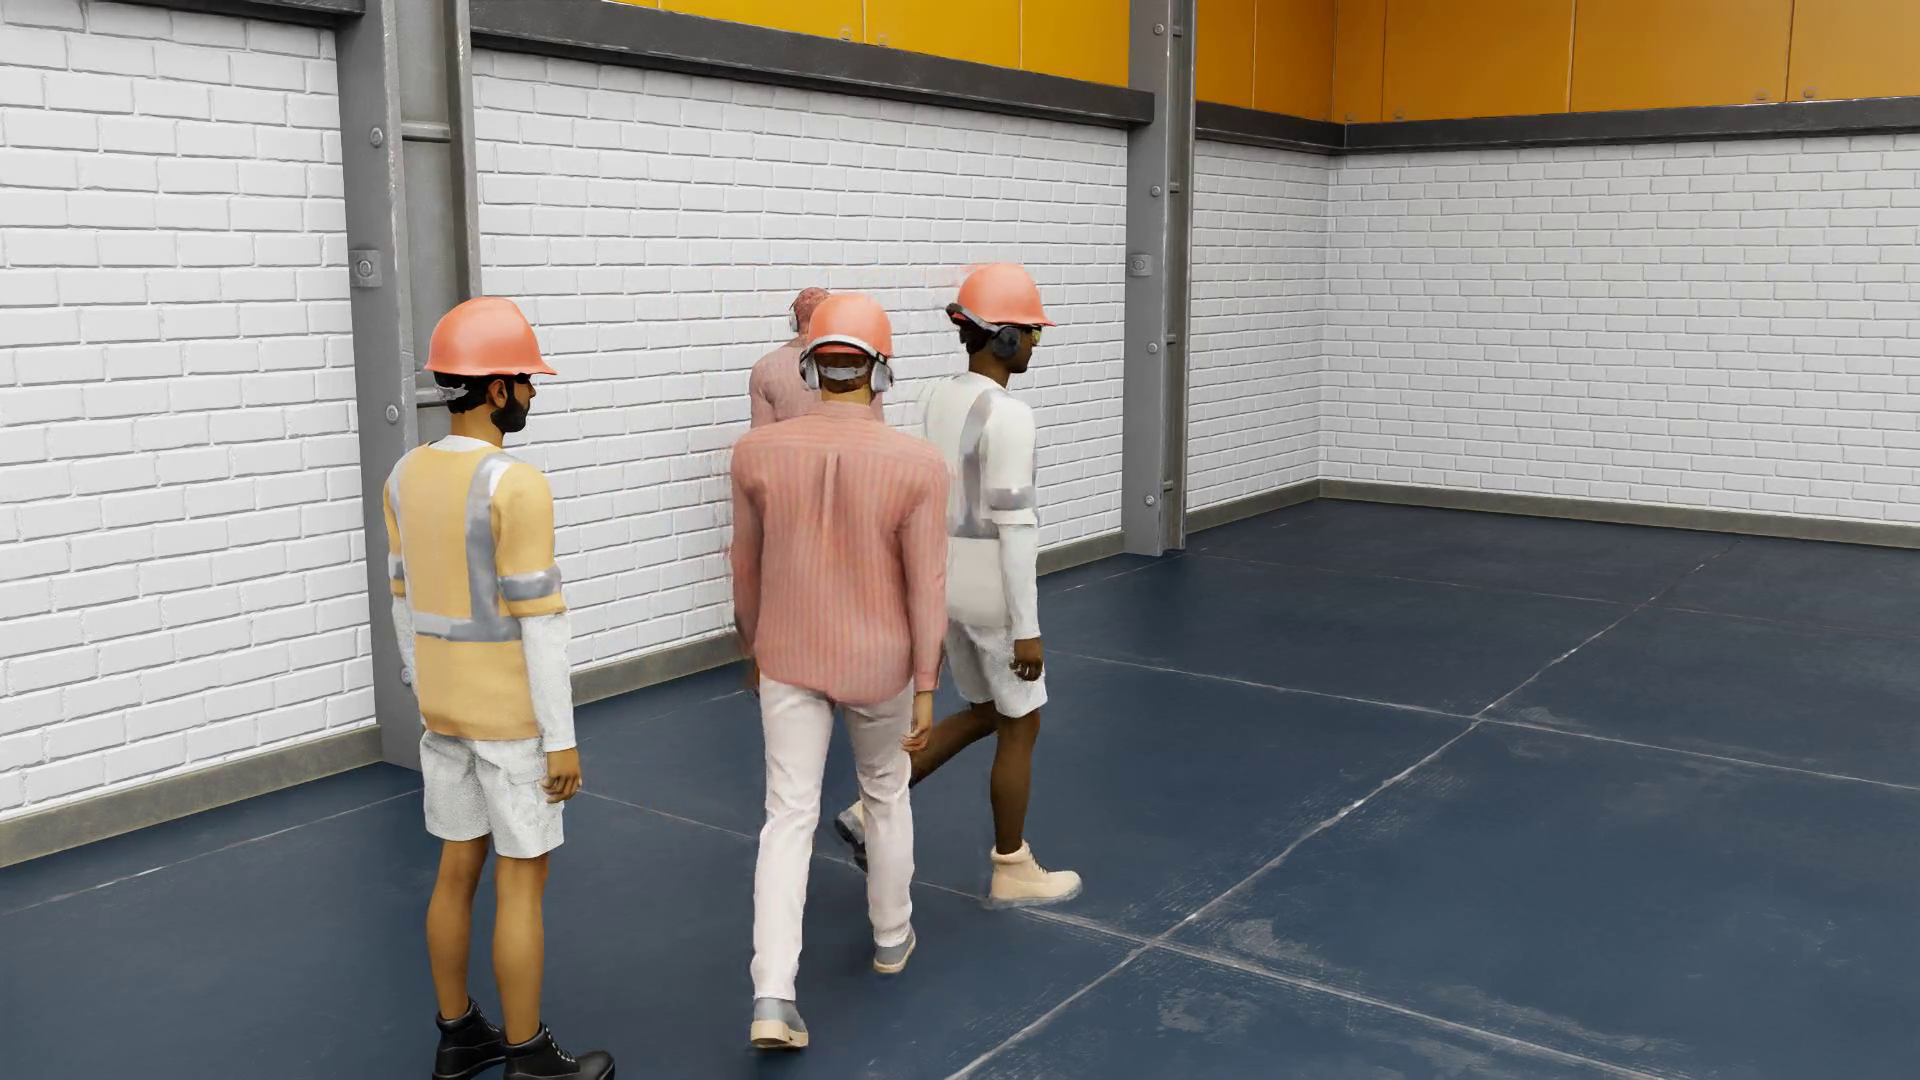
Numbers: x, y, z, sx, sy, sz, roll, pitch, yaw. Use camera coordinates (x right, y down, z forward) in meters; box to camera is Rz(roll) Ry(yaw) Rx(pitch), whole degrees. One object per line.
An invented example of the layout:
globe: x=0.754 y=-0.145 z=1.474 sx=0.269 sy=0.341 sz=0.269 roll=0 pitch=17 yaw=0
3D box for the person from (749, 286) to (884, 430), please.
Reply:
person: x=-0.674 y=-0.240 z=7.876 sx=0.652 sy=1.904 sz=0.403 roll=-2 pitch=10 yaw=-10

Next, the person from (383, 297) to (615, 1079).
person: x=-1.104 y=0.397 z=3.979 sx=0.552 sy=1.937 sz=0.356 roll=7 pitch=12 yaw=36

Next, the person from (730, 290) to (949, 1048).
person: x=-0.332 y=0.327 z=4.380 sx=0.602 sy=1.956 sz=0.949 roll=1 pitch=10 yaw=5

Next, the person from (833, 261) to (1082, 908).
person: x=0.023 y=0.169 z=5.085 sx=0.698 sy=2.024 sz=0.610 roll=-4 pitch=10 yaw=-22
